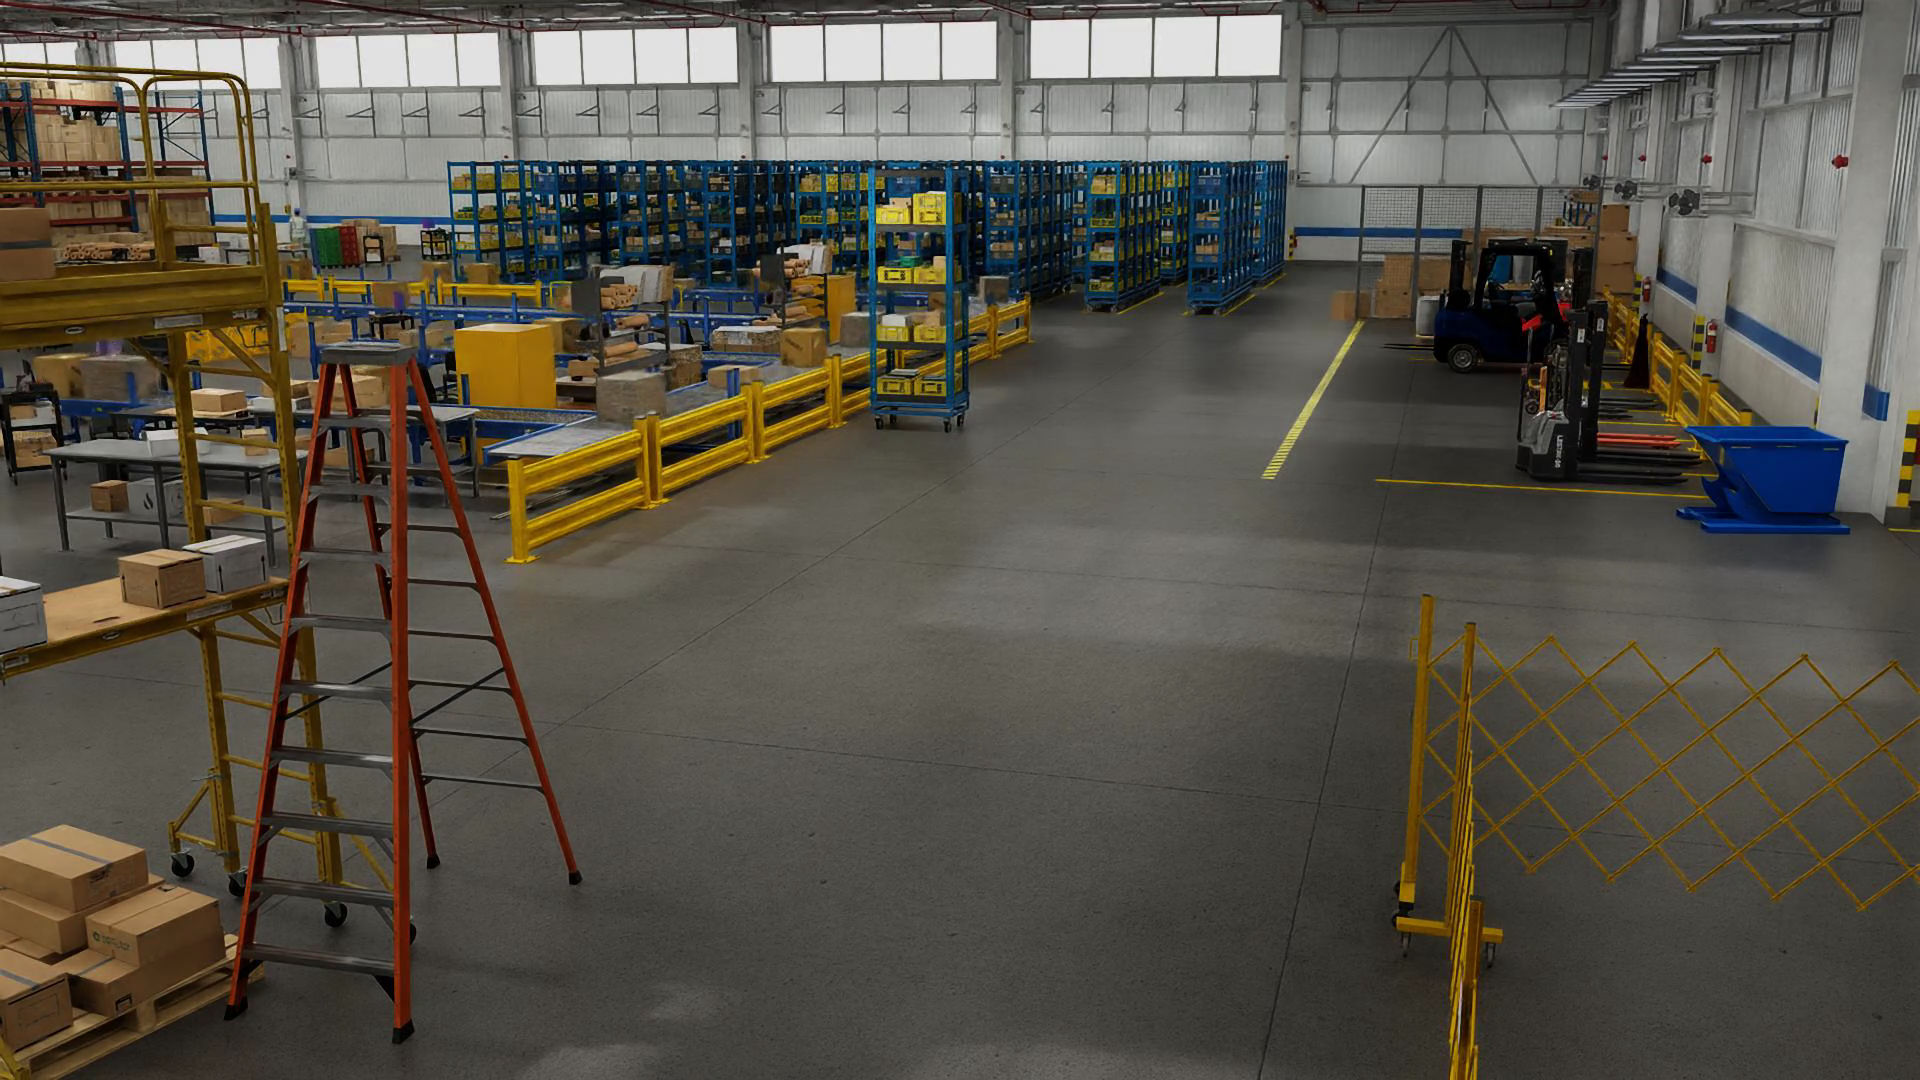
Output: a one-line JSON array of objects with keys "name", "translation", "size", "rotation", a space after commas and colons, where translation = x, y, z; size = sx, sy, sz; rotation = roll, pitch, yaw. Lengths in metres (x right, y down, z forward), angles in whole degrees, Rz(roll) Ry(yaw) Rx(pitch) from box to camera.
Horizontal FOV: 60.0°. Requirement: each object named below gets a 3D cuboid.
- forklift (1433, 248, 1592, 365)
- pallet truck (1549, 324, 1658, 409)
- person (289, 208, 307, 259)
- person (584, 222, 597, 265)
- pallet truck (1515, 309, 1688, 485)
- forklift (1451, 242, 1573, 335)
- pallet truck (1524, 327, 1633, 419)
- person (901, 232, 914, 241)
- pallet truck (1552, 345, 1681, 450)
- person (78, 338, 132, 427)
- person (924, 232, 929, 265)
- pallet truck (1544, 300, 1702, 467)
[{"name": "forklift", "translation": [9.780, -4.111, 29.280], "size": [2.680, 1.987, 1.157], "rotation": [3, 13, 14]}, {"name": "pallet truck", "translation": [9.824, -2.669, 25.407], "size": [1.601, 1.201, 0.680], "rotation": [4, 14, 16]}, {"name": "person", "translation": [-23.484, -10.794, 58.990], "size": [0.620, 1.923, 0.455], "rotation": [-12, 17, -41]}, {"name": "person", "translation": [-11.259, -8.830, 50.367], "size": [0.558, 1.982, 0.612], "rotation": [0, 13, -1]}, {"name": "pallet truck", "translation": [7.554, -1.677, 19.446], "size": [1.885, 1.965, 0.823], "rotation": [3, 13, 14]}, {"name": "forklift", "translation": [10.464, -4.597, 31.405], "size": [2.680, 1.987, 1.157], "rotation": [4, 14, 16]}, {"name": "pallet truck", "translation": [9.065, -2.460, 24.370], "size": [1.522, 1.261, 0.704], "rotation": [3, 13, 14]}, {"name": "person", "translation": [-1.593, -8.631, 49.873], "size": [0.461, 1.823, 0.596], "rotation": [4, 14, 17]}, {"name": "pallet truck", "translation": [8.641, -1.896, 21.908], "size": [1.630, 1.274, 0.653], "rotation": [4, 14, 16]}, {"name": "person", "translation": [-11.966, -2.556, 23.216], "size": [0.836, 2.015, 0.614], "rotation": [-7, 15, -26]}, {"name": "person", "translation": [-1.045, -8.542, 49.525], "size": [0.568, 1.801, 0.656], "rotation": [0, 13, 2]}, {"name": "pallet truck", "translation": [8.263, -1.952, 20.631], "size": [1.885, 1.965, 0.823], "rotation": [5, 14, 20]}]
